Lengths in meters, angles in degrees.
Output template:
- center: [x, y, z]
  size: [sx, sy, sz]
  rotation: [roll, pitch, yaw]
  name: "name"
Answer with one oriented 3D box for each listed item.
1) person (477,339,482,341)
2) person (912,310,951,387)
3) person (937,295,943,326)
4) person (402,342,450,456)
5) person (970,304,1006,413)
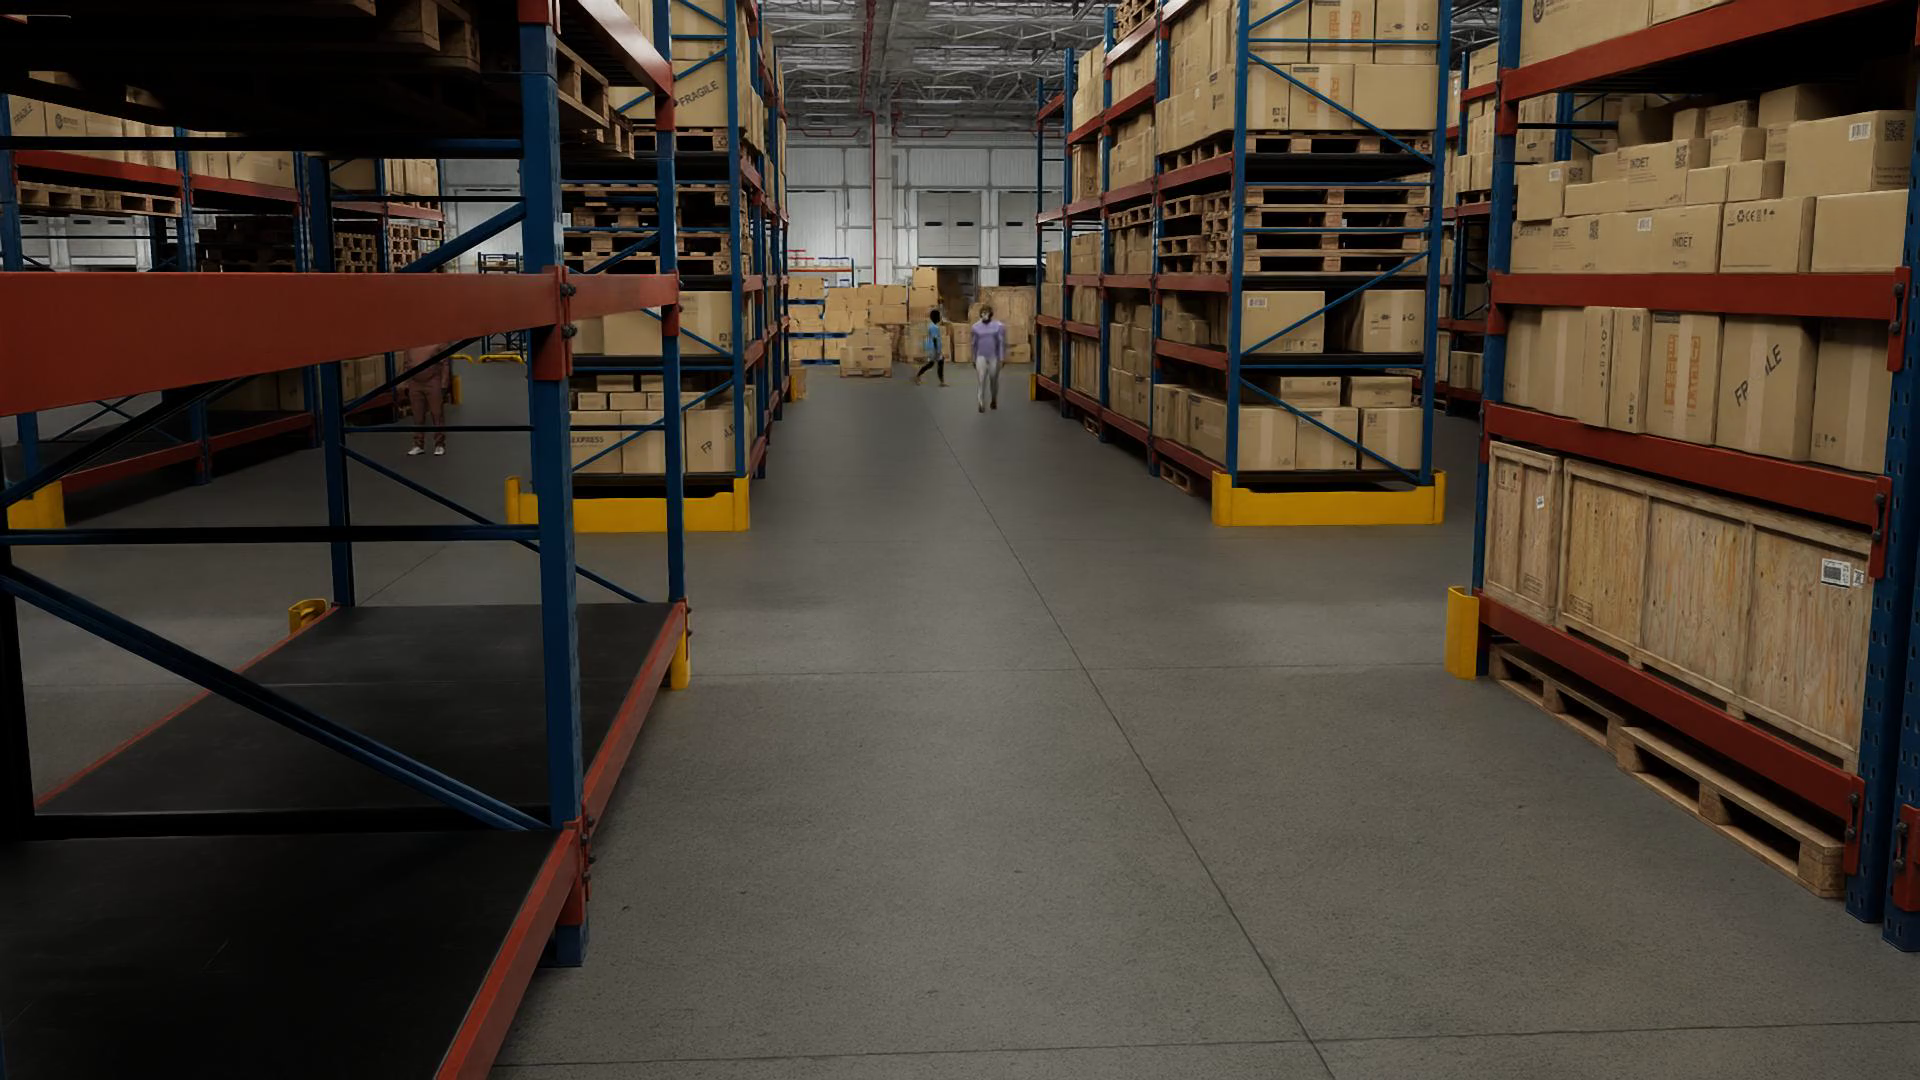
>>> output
- center: [-17.579, -8.155, 60.493]
  size: [0.355, 1.876, 0.577]
  rotation: [-4, 10, -21]
  name: "person"
- center: [-0.613, -4.133, 35.849]
  size: [0.765, 1.674, 0.535]
  rotation: [1, 9, 6]
  name: "person"
- center: [-0.667, -7.821, 58.892]
  size: [0.773, 1.719, 0.492]
  rotation: [-3, 9, -17]
  name: "person"
- center: [-7.138, -2.076, 22.204]
  size: [0.643, 1.911, 0.411]
  rotation: [1, 9, 6]
  name: "person"
- center: [0.499, -3.215, 29.378]
  size: [0.635, 1.910, 0.876]
  rotation: [1, 9, 5]
  name: "person"
